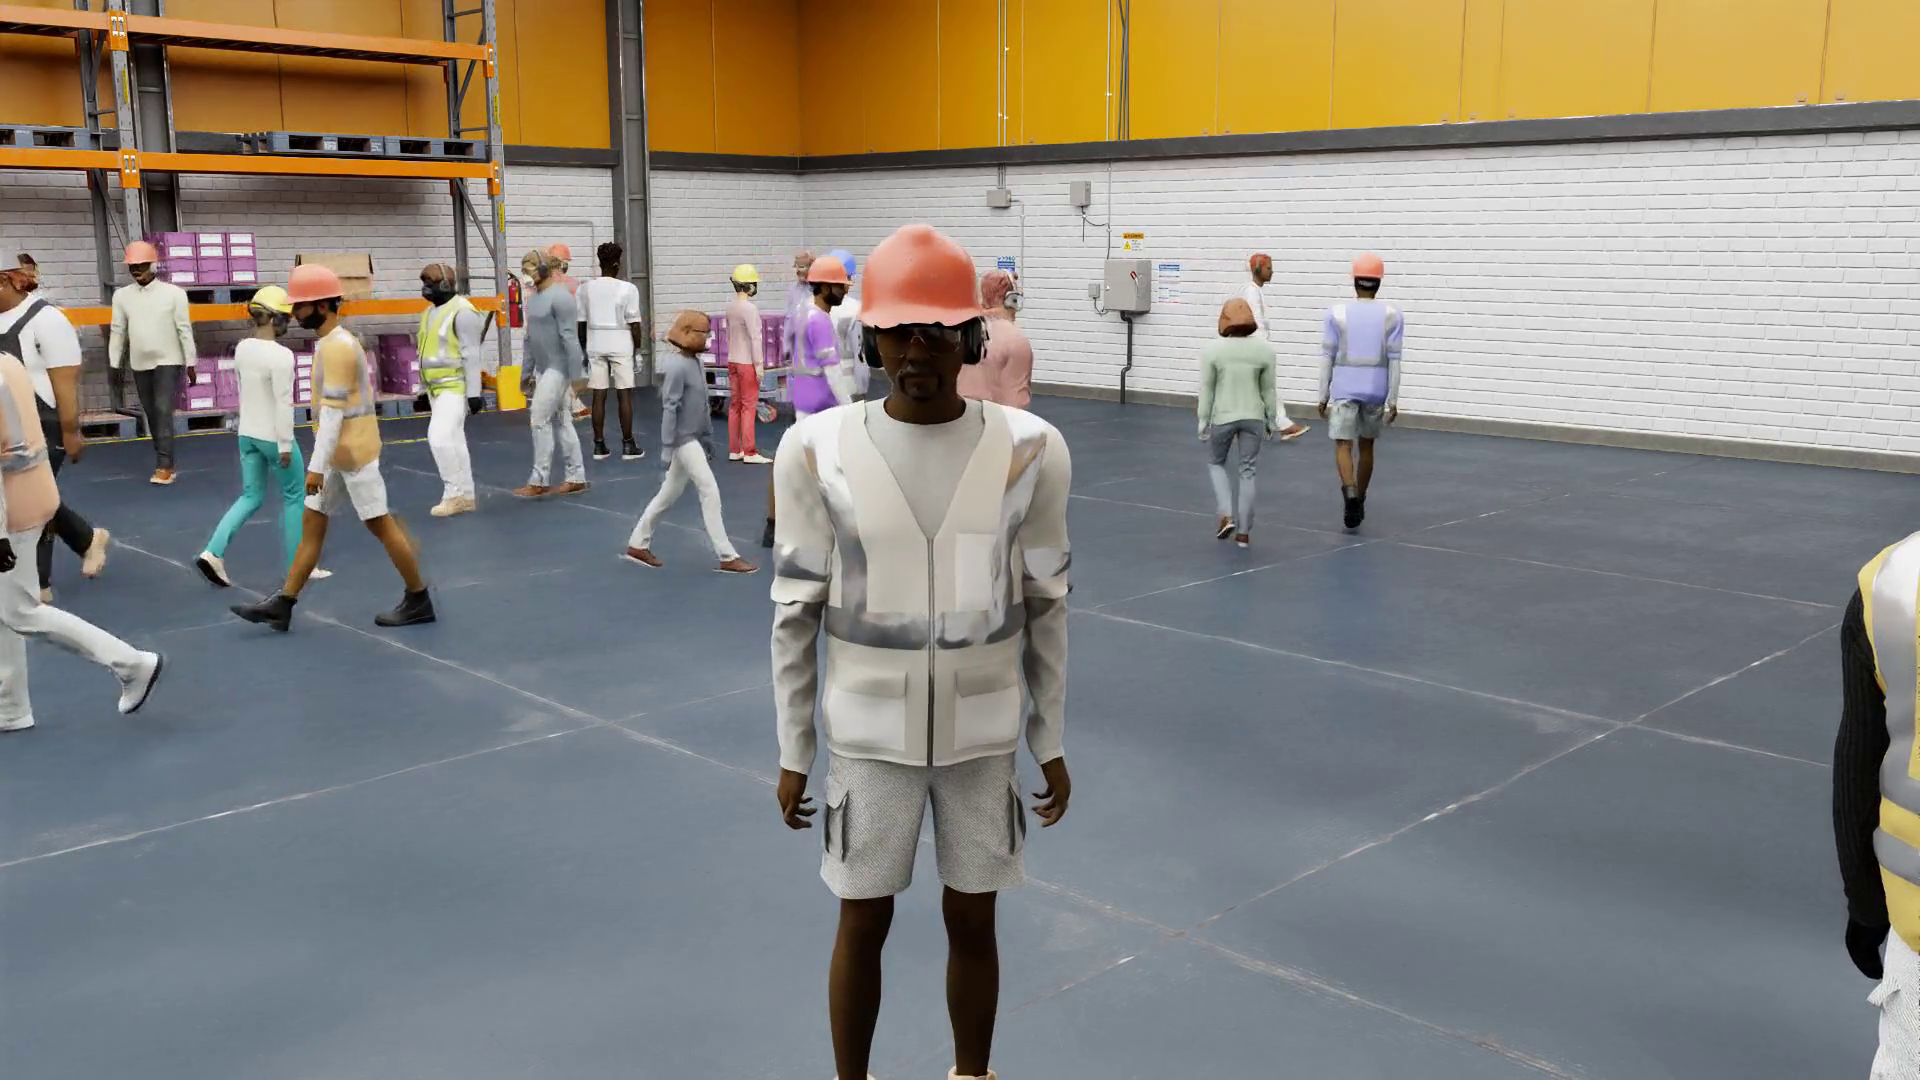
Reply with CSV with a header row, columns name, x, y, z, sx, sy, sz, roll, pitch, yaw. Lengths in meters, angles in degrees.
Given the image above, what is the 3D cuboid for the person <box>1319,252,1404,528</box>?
name,x,y,z,sx,sy,sz,roll,pitch,yaw
person,2.785,-1.035,11.554,0.551,1.910,0.845,2,10,8

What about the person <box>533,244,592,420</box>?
name,x,y,z,sx,sy,sz,roll,pitch,yaw
person,-4.297,-2.204,17.876,0.616,1.940,1.050,6,12,31

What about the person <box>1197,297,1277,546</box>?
name,x,y,z,sx,sy,sz,roll,pitch,yaw
person,1.807,-0.768,10.868,0.533,1.616,0.380,0,10,-2

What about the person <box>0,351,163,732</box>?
name,x,y,z,sx,sy,sz,roll,pitch,yaw
person,-3.697,-0.129,6.666,0.774,1.890,0.601,-4,11,-19

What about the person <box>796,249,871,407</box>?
name,x,y,z,sx,sy,sz,roll,pitch,yaw
person,-0.934,-1.092,11.805,0.607,1.932,0.686,6,12,30

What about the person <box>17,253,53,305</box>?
name,x,y,z,sx,sy,sz,roll,pitch,yaw
person,-8.467,-1.667,15.139,0.509,1.860,0.334,-10,14,-43

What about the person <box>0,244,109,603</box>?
name,x,y,z,sx,sy,sz,roll,pitch,yaw
person,-5.160,-0.687,9.291,0.692,2.000,0.859,4,11,21

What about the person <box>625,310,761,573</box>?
name,x,y,z,sx,sy,sz,roll,pitch,yaw
person,-1.663,-0.591,10.025,0.863,1.583,0.508,1,10,5

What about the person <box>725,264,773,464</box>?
name,x,y,z,sx,sy,sz,roll,pitch,yaw
person,-1.897,-1.557,14.786,0.311,1.769,0.525,-7,13,-35

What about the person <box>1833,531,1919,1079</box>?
name,x,y,z,sx,sy,sz,roll,pitch,yaw
person,1.695,0.638,2.610,0.429,1.842,0.629,-6,12,-30

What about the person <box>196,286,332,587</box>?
name,x,y,z,sx,sy,sz,roll,pitch,yaw
person,-4.040,-0.578,9.530,0.541,1.737,0.741,7,12,33

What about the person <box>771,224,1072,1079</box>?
name,x,y,z,sx,sy,sz,roll,pitch,yaw
person,-0.071,0.395,3.384,0.615,2.041,0.392,-1,10,-6

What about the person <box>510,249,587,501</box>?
name,x,y,z,sx,sy,sz,roll,pitch,yaw
person,-3.238,-1.251,12.727,0.824,1.907,0.645,-8,13,-36

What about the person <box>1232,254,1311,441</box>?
name,x,y,z,sx,sy,sz,roll,pitch,yaw
person,2.945,-1.864,16.264,0.990,1.832,0.595,4,11,21

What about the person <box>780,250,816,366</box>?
name,x,y,z,sx,sy,sz,roll,pitch,yaw
person,-1.485,-1.848,16.068,0.675,1.871,0.771,10,14,44

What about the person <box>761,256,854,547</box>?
name,x,y,z,sx,sy,sz,roll,pitch,yaw
person,-0.829,-0.880,10.766,1.020,1.876,0.564,0,10,-3

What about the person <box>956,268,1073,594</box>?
name,x,y,z,sx,sy,sz,roll,pitch,yaw
person,0.163,-0.545,9.069,1.014,1.851,0.647,-10,14,-43

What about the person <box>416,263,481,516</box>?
name,x,y,z,sx,sy,sz,roll,pitch,yaw
person,-3.748,-1.070,11.977,0.584,1.821,0.653,-9,14,-41

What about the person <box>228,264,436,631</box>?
name,x,y,z,sx,sy,sz,roll,pitch,yaw
person,-3.187,-0.445,8.427,1.002,1.871,0.546,-5,12,-25

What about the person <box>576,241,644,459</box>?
name,x,y,z,sx,sy,sz,roll,pitch,yaw
person,-3.159,-1.706,15.057,0.610,1.961,0.366,2,11,10

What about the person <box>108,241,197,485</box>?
name,x,y,z,sx,sy,sz,roll,pitch,yaw
person,-6.593,-1.417,13.466,0.647,1.962,0.819,0,10,2
